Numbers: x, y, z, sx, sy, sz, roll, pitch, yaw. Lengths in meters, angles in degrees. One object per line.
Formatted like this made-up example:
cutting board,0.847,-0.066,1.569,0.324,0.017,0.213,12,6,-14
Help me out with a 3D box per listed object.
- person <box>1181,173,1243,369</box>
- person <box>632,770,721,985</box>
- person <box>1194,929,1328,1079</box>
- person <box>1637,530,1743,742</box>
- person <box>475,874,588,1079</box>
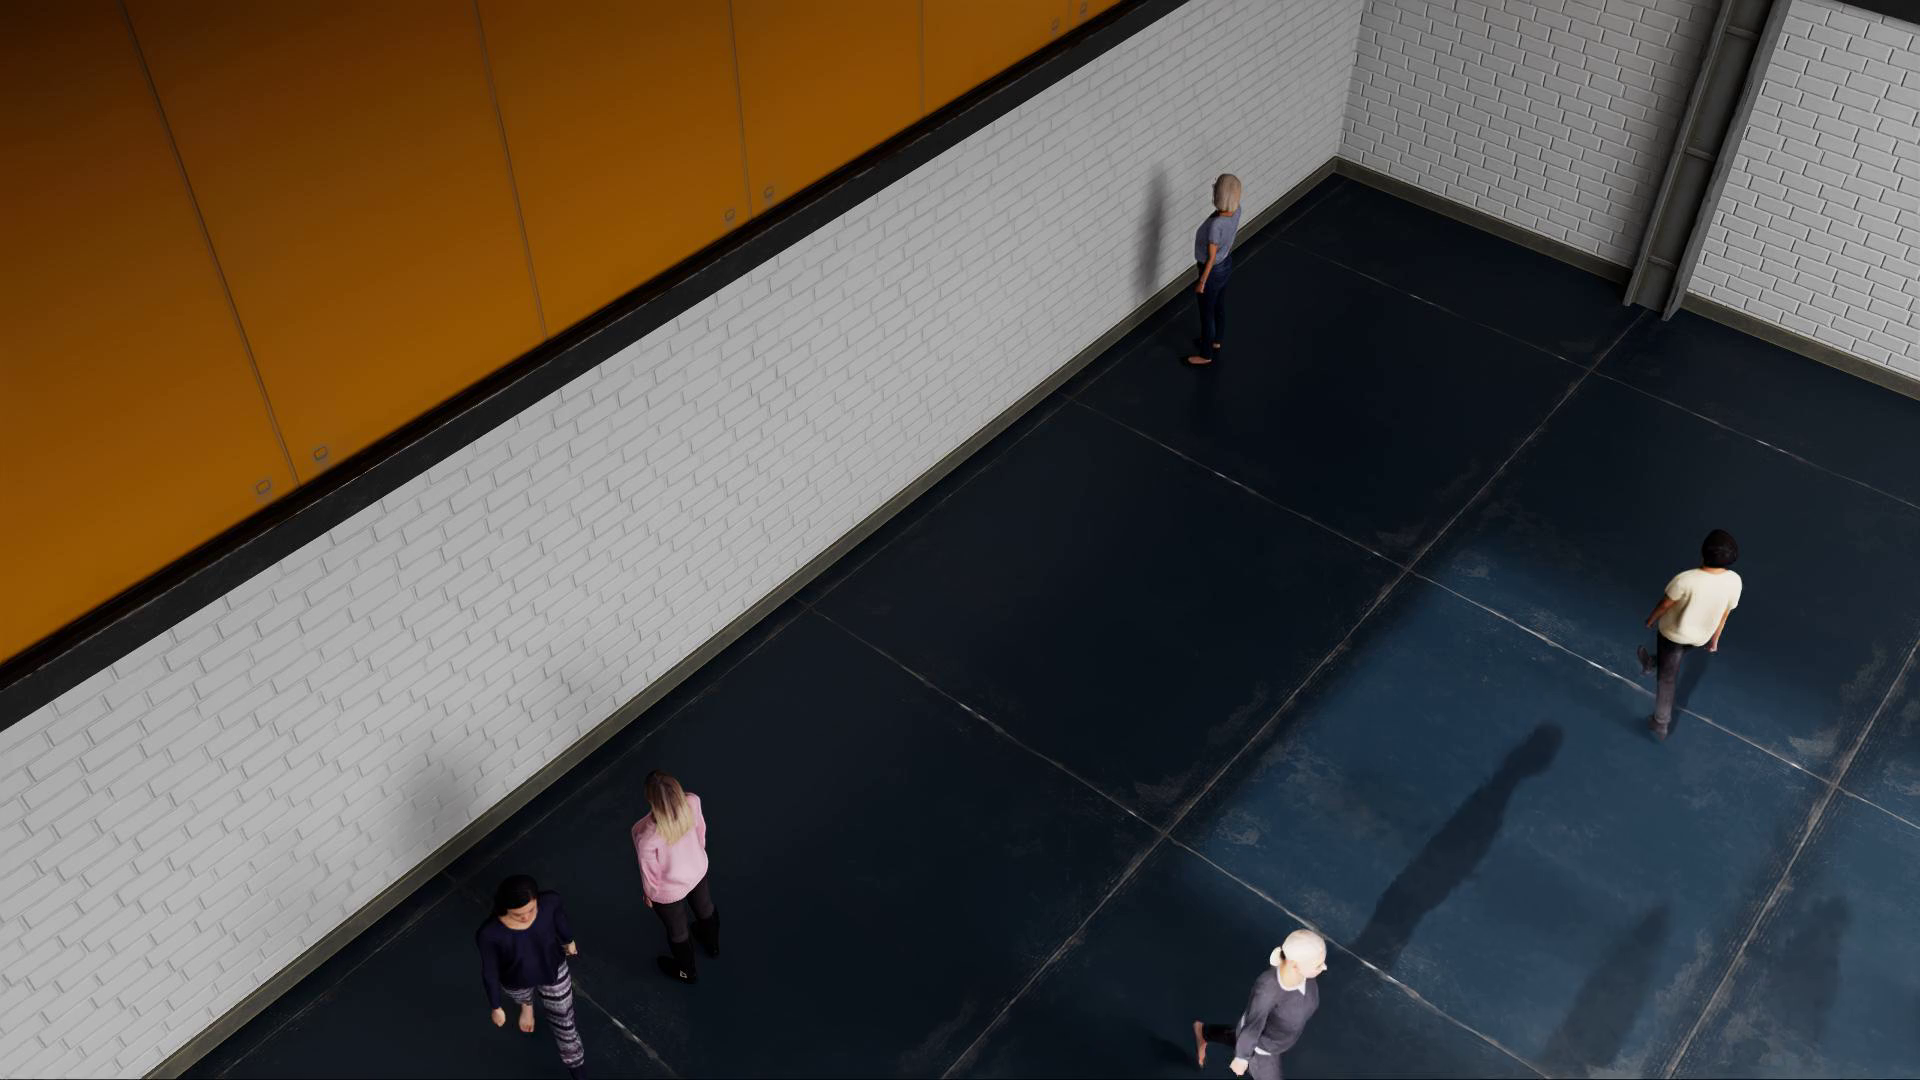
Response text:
person,1.997,-2.111,12.985,0.564,1.720,0.611,21,48,21
person,-1.506,1.796,8.906,0.539,1.689,0.598,28,50,26
person,1.466,2.379,8.291,1.007,1.694,0.659,33,53,30
person,4.477,0.629,10.228,0.992,1.556,1.031,-1,44,-1
person,-2.231,2.149,8.546,0.915,1.676,1.201,-21,48,-21
